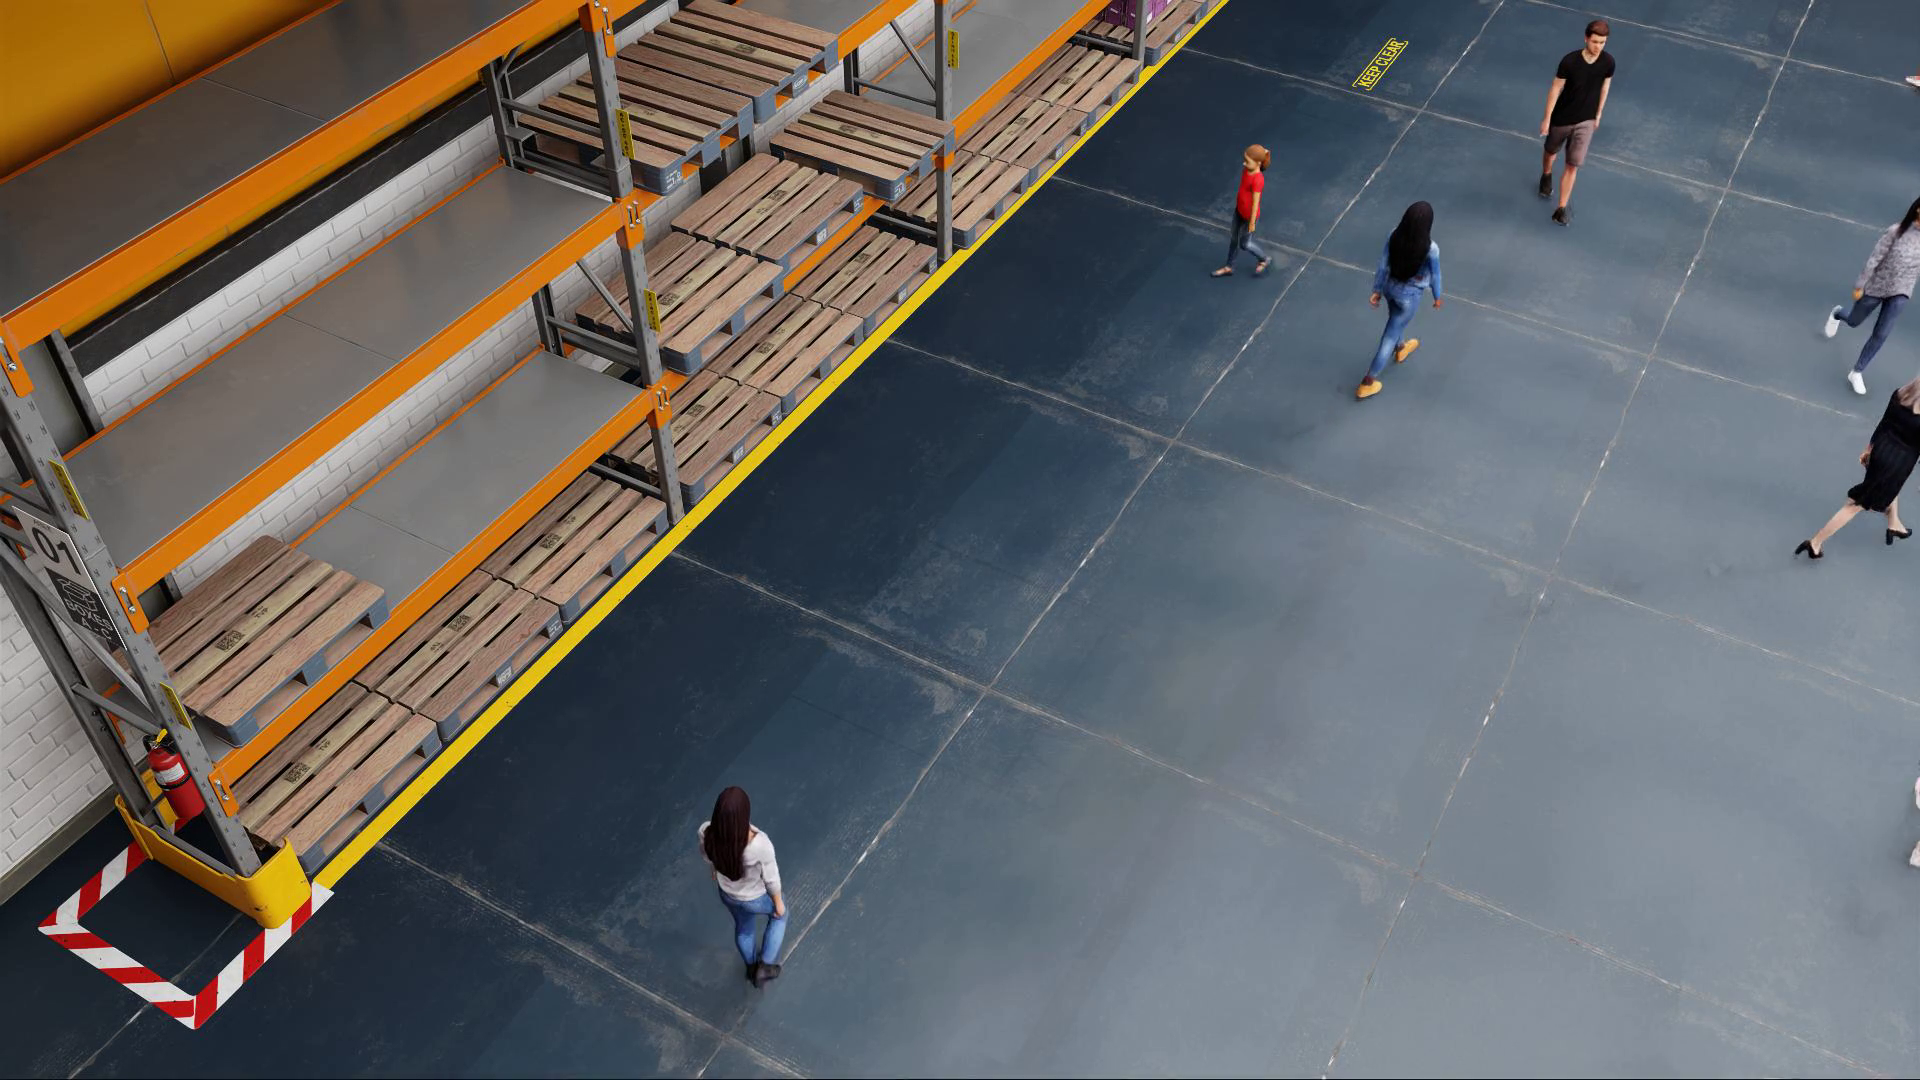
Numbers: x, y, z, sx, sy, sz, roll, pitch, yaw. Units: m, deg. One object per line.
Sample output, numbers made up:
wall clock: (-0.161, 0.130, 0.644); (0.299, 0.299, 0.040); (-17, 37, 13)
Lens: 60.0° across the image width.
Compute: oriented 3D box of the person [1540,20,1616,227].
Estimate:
person: (5.523, -3.850, 15.035); (1.000, 1.812, 1.308); (6, 44, 6)

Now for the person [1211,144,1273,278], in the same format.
person: (2.519, -2.815, 14.322); (0.801, 1.299, 0.754); (-9, 44, -9)

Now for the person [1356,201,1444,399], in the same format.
person: (3.391, -1.833, 13.019); (1.162, 1.674, 0.844); (-31, 52, -28)

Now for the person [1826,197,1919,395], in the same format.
person: (7.348, -2.051, 13.222); (0.910, 1.709, 1.133); (4, 44, 4)

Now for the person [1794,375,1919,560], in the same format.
person: (6.399, -0.473, 11.577); (1.195, 1.693, 1.136); (-10, 45, -11)

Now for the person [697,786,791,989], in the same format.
person: (-1.185, 1.973, 9.062); (0.670, 1.622, 0.621); (14, 45, 14)
